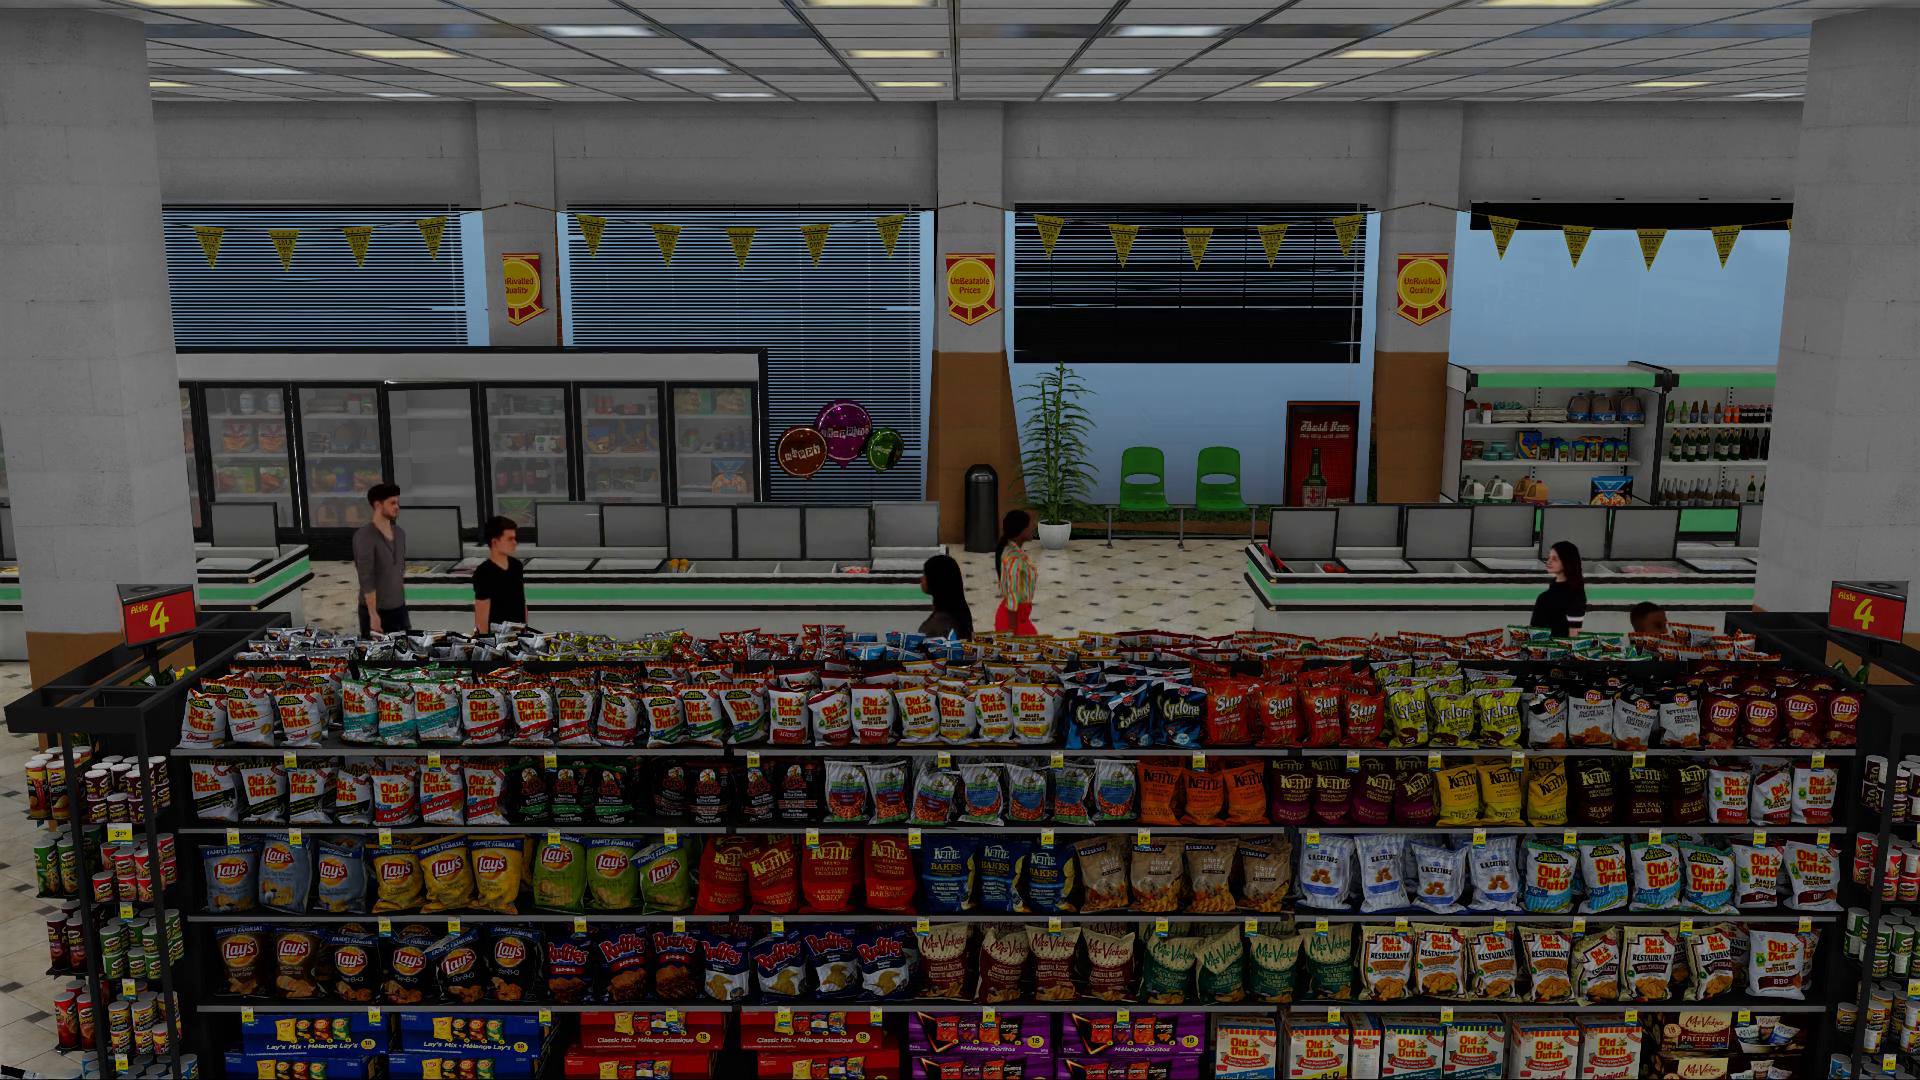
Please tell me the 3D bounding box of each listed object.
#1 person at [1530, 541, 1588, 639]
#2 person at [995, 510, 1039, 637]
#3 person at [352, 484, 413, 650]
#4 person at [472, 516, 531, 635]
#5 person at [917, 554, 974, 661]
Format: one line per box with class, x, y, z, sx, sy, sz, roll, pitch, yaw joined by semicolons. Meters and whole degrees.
person;4.327;0.807;11.802;0.855;1.626;0.632;-1;12;-4
person;0.305;0.666;12.104;0.738;1.779;0.662;-3;12;-12
person;-4.431;0.528;12.535;1.291;1.870;1.021;6;13;26
person;-3.256;0.748;11.568;1.176;1.839;0.891;4;12;16
person;0.006;1.008;10.374;0.835;1.823;0.752;2;12;11
